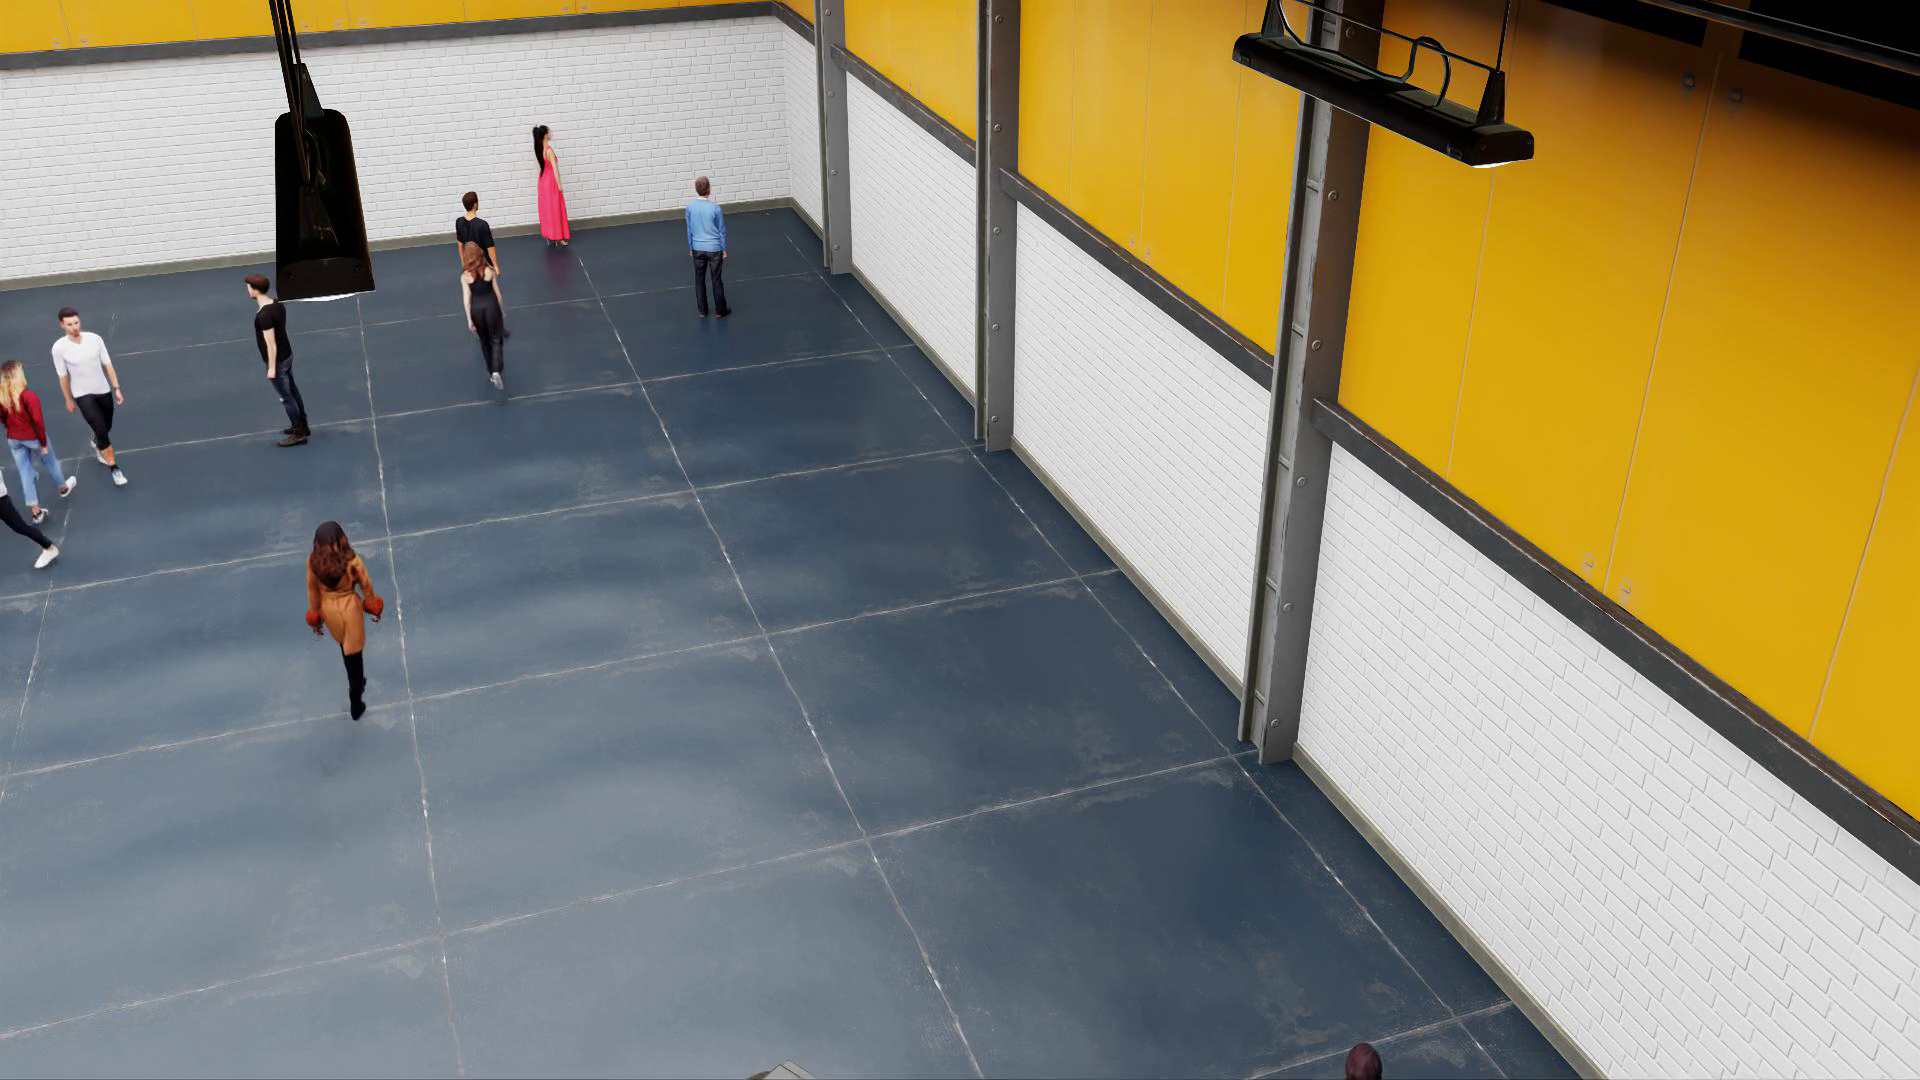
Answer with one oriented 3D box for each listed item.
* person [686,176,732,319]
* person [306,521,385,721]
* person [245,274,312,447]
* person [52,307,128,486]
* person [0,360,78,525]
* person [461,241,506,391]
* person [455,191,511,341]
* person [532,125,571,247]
[{"bbox_3d":[-3.201,-3.714,21.057,0.744,1.820,0.749,5,29,9],"label":"person"},{"bbox_3d":[-4.878,0.671,13.137,0.840,1.706,0.900,-2,29,-3],"label":"person"},{"bbox_3d":[-7.247,-1.924,17.699,0.792,1.894,0.571,-3,29,-6],"label":"person"},{"bbox_3d":[-8.916,-1.520,17.028,1.289,1.828,1.025,23,36,36],"label":"person"},{"bbox_3d":[-9.091,-0.919,16.180,0.785,1.584,1.090,-3,29,-5],"label":"person"},{"bbox_3d":[-5.412,-2.530,18.991,0.606,1.720,1.019,-8,30,-15],"label":"person"},{"bbox_3d":[-5.886,-3.357,20.363,0.717,1.858,0.729,8,30,14],"label":"person"},{"bbox_3d":[-5.819,-5.025,23.559,0.678,1.727,0.773,20,35,33],"label":"person"}]
